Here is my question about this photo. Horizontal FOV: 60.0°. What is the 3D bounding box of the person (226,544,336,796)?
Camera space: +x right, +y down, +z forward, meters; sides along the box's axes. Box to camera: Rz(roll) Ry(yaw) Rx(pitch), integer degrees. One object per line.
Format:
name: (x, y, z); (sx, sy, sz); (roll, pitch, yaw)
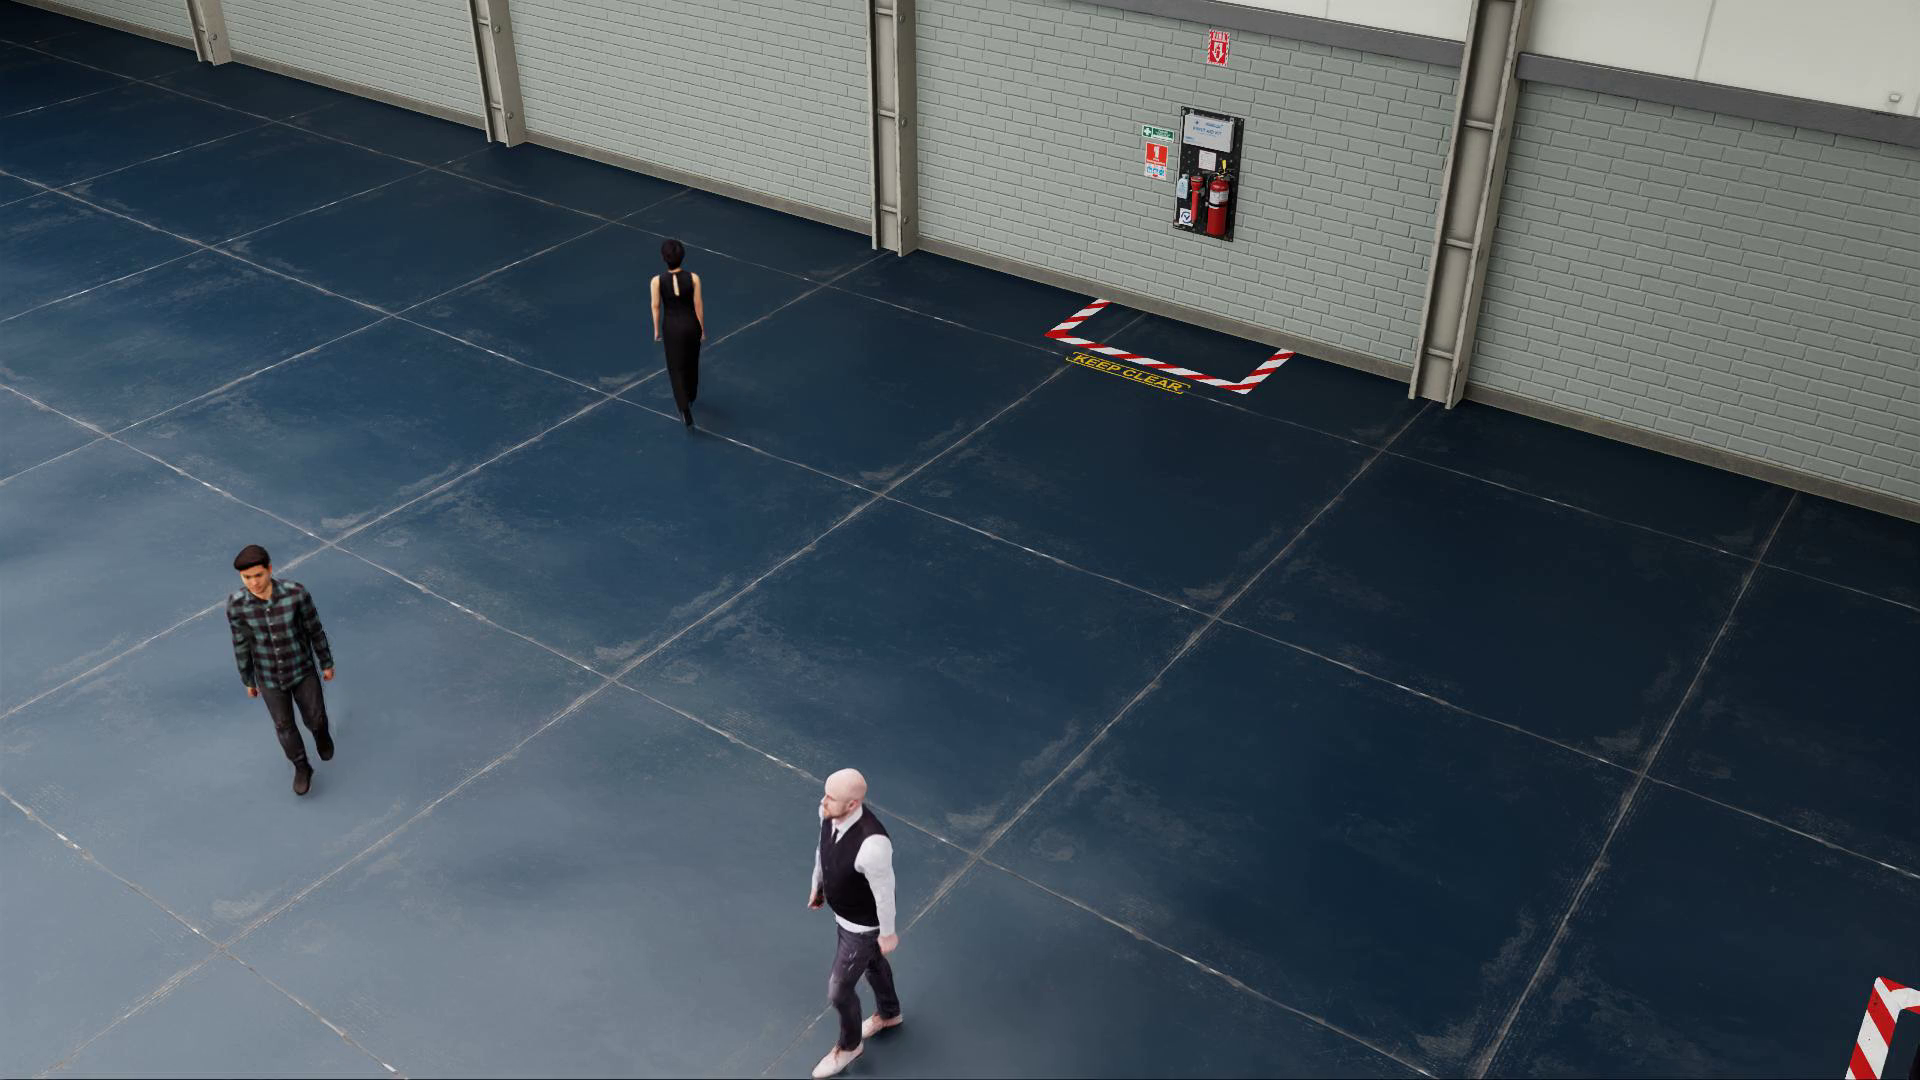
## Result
person: (-4.041, 0.725, 9.953); (0.866, 1.702, 0.896); (-8, 33, -13)

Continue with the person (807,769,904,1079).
person: (-0.419, 1.822, 8.182); (0.942, 1.801, 0.899); (-17, 36, -25)

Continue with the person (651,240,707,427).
person: (-2.337, -1.706, 13.987); (0.960, 1.574, 1.061); (-9, 33, -14)
